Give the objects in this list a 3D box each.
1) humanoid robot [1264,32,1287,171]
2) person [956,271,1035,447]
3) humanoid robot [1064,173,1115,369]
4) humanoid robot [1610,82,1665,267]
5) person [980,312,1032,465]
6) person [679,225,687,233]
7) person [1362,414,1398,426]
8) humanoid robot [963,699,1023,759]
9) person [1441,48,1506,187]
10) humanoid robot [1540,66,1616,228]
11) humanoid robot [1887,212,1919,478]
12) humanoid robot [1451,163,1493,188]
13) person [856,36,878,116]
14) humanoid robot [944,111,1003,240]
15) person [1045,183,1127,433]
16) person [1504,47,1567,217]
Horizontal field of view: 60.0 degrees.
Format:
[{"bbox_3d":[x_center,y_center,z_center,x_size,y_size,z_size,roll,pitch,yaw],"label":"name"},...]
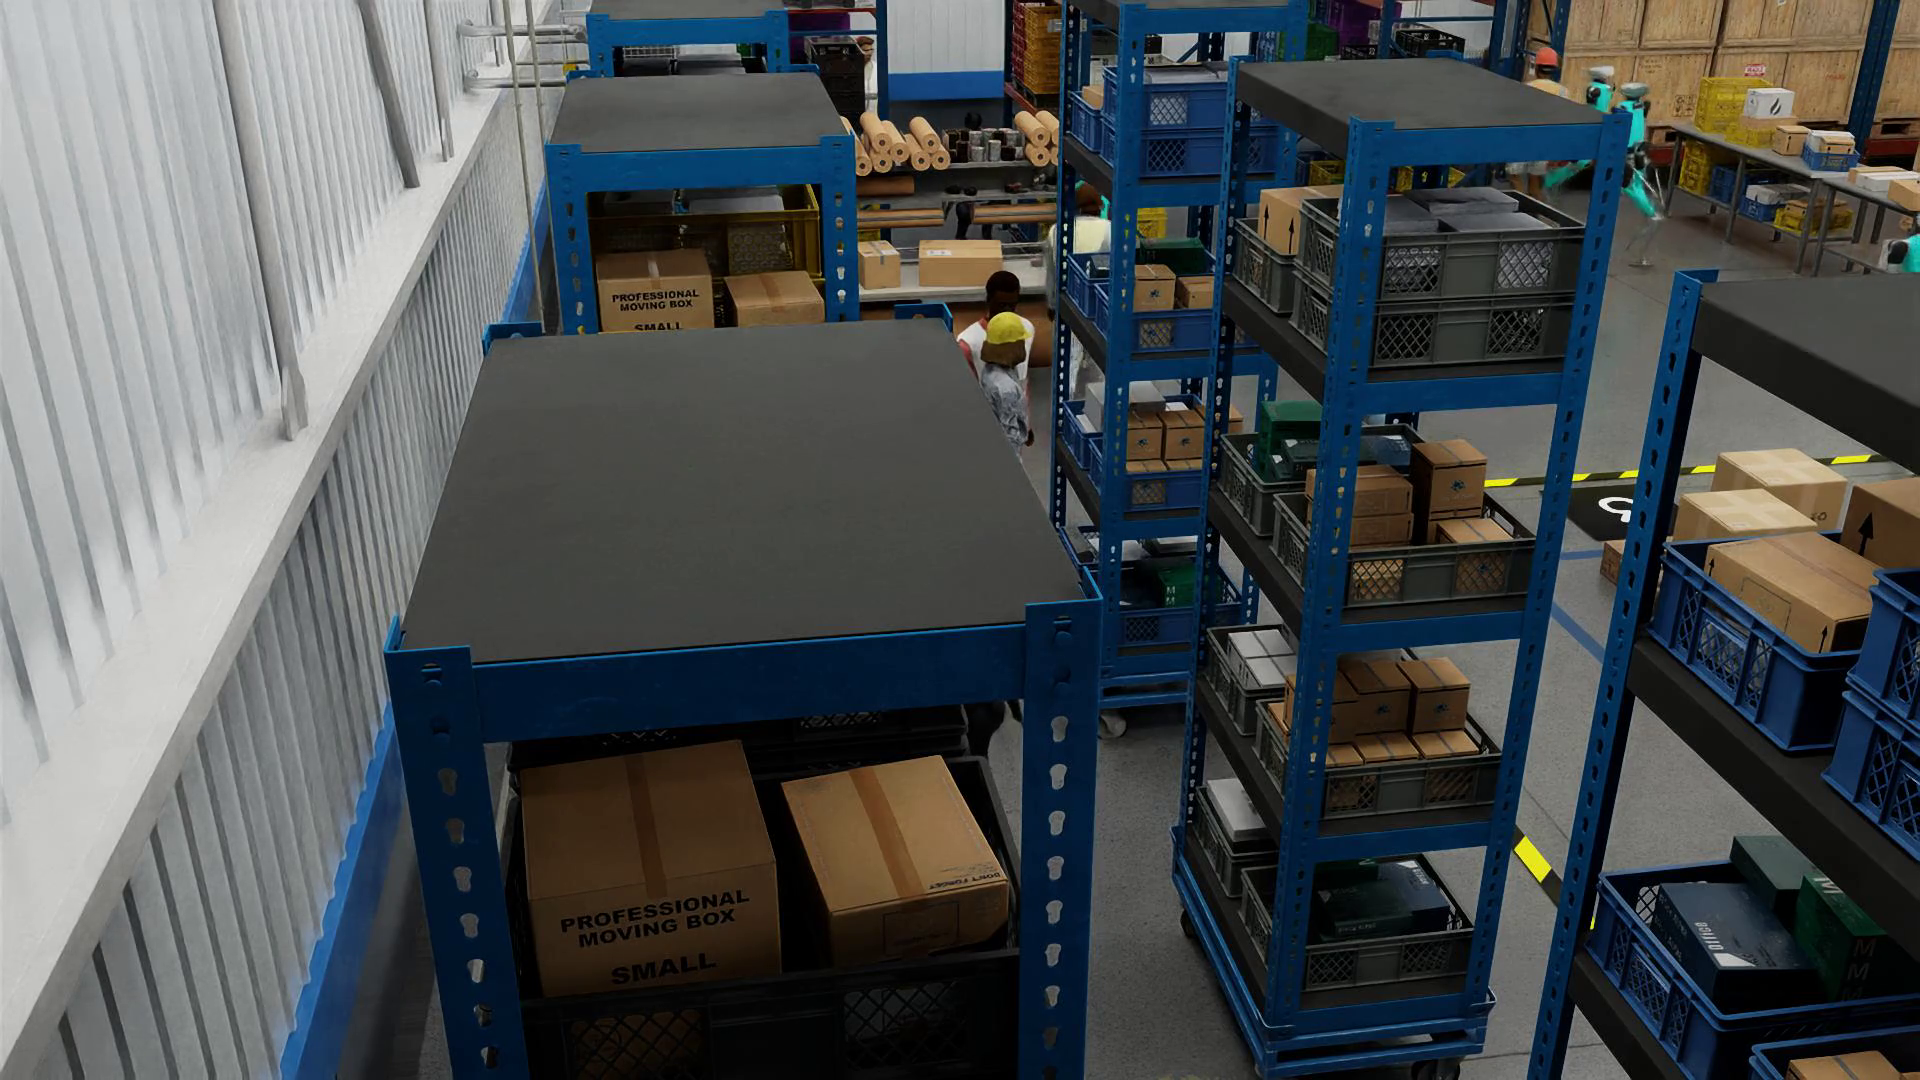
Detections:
[{"bbox_3d":[3.646,-4.937,19.240,0.548,1.750,0.743,2,25,4],"label":"humanoid robot"},{"bbox_3d":[0.202,-0.655,9.756,0.394,1.913,0.588,22,33,39],"label":"person"},{"bbox_3d":[1.091,-2.020,13.012,0.530,1.785,1.028,-4,25,-9],"label":"humanoid robot"},{"bbox_3d":[6.685,-3.497,16.216,0.535,1.812,0.806,-19,31,-35],"label":"humanoid robot"},{"bbox_3d":[0.261,-0.459,9.528,0.290,1.746,0.486,-5,25,-12],"label":"person"},{"bbox_3d":[-1.885,-1.794,12.282,0.514,1.872,0.335,11,27,22],"label":"person"},{"bbox_3d":[1.946,0.185,8.002,0.588,1.852,0.371,-3,25,-6],"label":"person"},{"bbox_3d":[-0.028,0.632,7.251,0.594,1.637,0.640,-4,25,-10],"label":"humanoid robot"},{"bbox_3d":[5.637,-4.470,18.167,0.793,1.814,0.523,-1,25,-1],"label":"person"},{"bbox_3d":[6.333,-4.051,17.365,0.775,1.787,0.547,19,31,35],"label":"humanoid robot"},{"bbox_3d":[6.635,-1.262,11.377,0.560,1.848,0.843,1,25,2],"label":"humanoid robot"},{"bbox_3d":[5.314,-3.971,17.266,0.611,1.639,0.450,-22,32,-39],"label":"humanoid robot"},{"bbox_3d":[-1.107,-4.721,18.689,0.565,1.836,0.384,-19,31,-35],"label":"person"},{"bbox_3d":[0.127,-3.199,15.575,0.601,1.638,0.639,-9,26,-18],"label":"humanoid robot"},{"bbox_3d":[0.942,-1.699,12.182,0.691,1.795,0.863,9,26,20],"label":"person"},{"bbox_3d":[5.957,-4.129,17.304,0.592,1.915,0.518,-2,25,-3],"label":"person"}]
